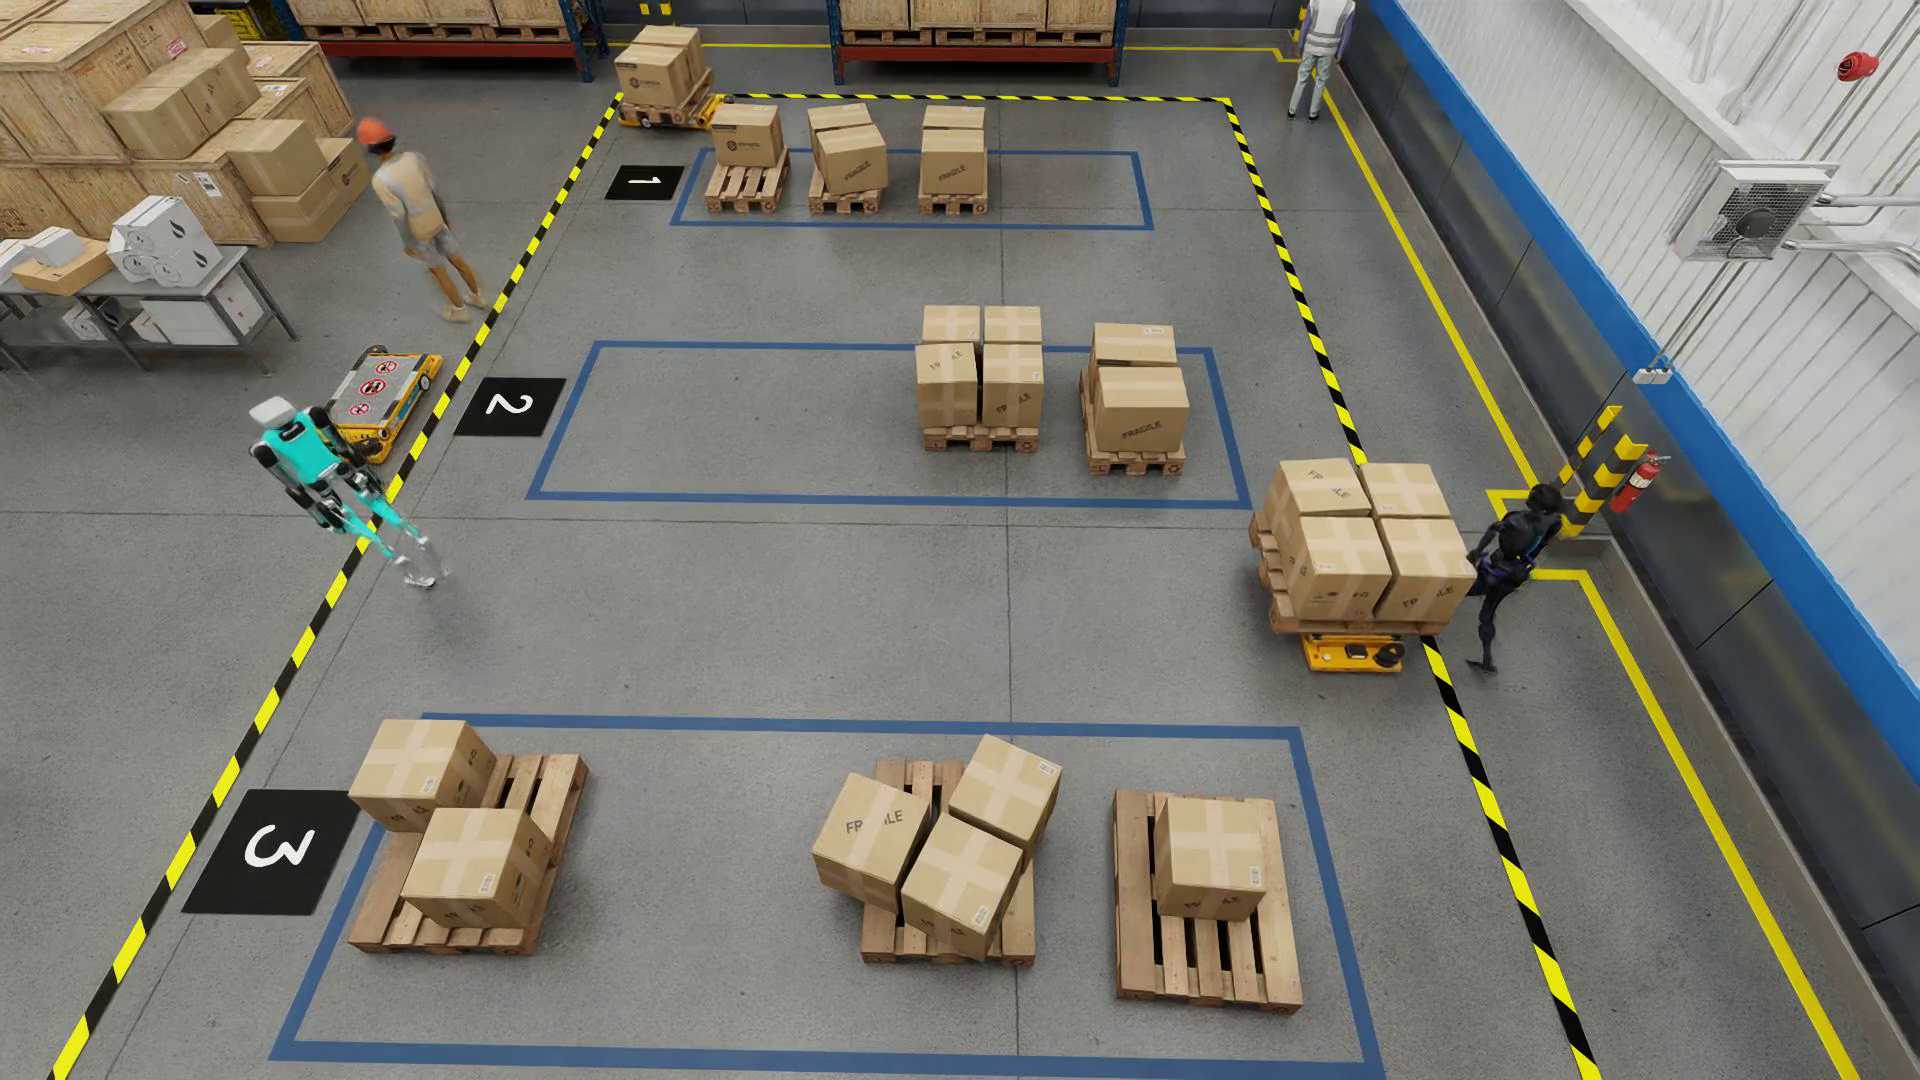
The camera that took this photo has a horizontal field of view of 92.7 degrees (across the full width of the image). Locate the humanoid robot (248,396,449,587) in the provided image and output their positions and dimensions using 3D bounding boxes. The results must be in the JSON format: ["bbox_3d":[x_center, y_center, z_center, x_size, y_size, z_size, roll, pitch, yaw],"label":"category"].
[{"bbox_3d":[-4.282,-0.205,6.609,0.815,1.811,0.536,21,53,17],"label":"humanoid robot"}]

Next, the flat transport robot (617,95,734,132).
[{"bbox_3d":[-3.761,-5.724,12.193,1.431,0.197,0.652,7,50,6],"label":"flat transport robot"}]

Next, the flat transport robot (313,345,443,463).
[{"bbox_3d":[-5.383,-1.269,8.441,0.659,0.231,1.431,1,50,1],"label":"flat transport robot"}]

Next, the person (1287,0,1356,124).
[{"bbox_3d":[4.584,-6.261,11.641,0.601,1.827,0.404,16,52,13],"label":"person"}]

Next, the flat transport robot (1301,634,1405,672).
[{"bbox_3d":[2.881,0.354,7.049,0.652,0.197,1.431,1,50,1],"label":"flat transport robot"}]

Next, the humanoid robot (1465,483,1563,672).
[{"bbox_3d":[3.673,0.247,6.260,0.589,1.637,0.737,-8,50,-7],"label":"humanoid robot"}]

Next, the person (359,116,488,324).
[{"bbox_3d":[-5.141,-3.005,8.749,0.389,2.040,0.613,14,51,12],"label":"person"}]
